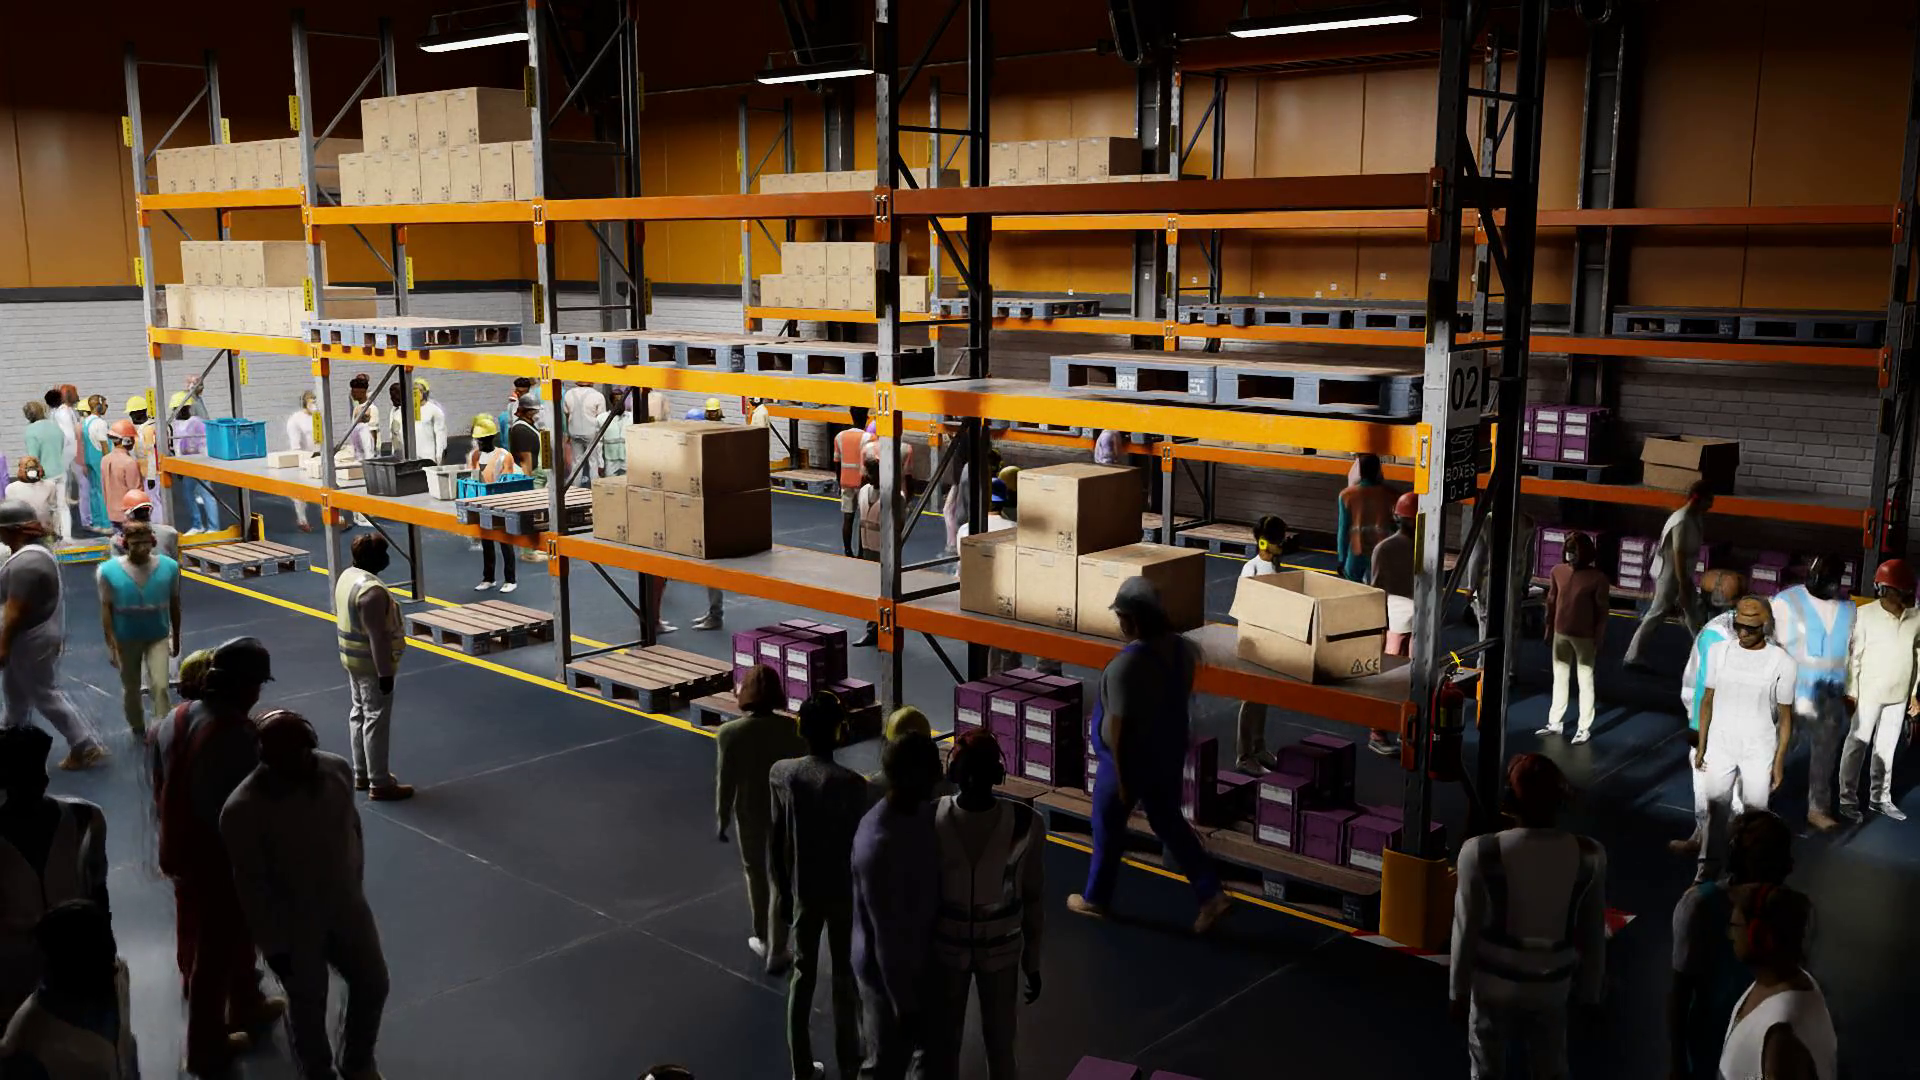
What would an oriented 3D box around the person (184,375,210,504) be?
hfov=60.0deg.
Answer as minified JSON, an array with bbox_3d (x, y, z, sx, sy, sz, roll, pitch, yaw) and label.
[{"bbox_3d":[-11.218,-1.477,24.470,0.400,1.894,0.652,-3,11,-18],"label":"person"}]

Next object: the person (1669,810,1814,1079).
[{"bbox_3d":[2.762,1.832,5.931,0.502,1.836,0.341,-1,10,-8],"label":"person"}]

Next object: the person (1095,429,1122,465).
[{"bbox_3d":[1.777,-0.734,20.174,0.383,1.923,0.589,3,10,15],"label":"person"}]

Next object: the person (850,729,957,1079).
[{"bbox_3d":[-0.162,1.696,6.476,0.535,1.914,0.700,3,11,17],"label":"person"}]

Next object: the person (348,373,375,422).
[{"bbox_3d":[-10.103,-1.998,28.150,0.519,1.633,0.312,3,11,17],"label":"person"}]

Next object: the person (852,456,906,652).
[{"bbox_3d":[-0.736,0.120,15.584,0.564,1.837,0.388,9,14,42],"label":"person"}]

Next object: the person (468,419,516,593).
[{"bbox_3d":[-5.121,-0.372,18.158,0.585,1.918,0.409,4,11,22],"label":"person"}]

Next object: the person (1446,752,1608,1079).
[{"bbox_3d":[2.189,1.738,6.385,0.592,1.860,0.804,1,10,3],"label":"person"}]

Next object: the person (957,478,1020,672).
[{"bbox_3d":[0.276,0.471,13.290,0.605,1.948,0.385,1,10,5],"label":"person"}]

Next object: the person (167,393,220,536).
[{"bbox_3d":[-9.932,-0.958,21.516,0.590,1.904,0.475,7,12,35],"label":"person"}]

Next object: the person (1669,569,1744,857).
[{"bbox_3d":[4.666,1.079,10.198,0.477,1.827,0.626,8,13,38],"label":"person"}]

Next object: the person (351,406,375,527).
[{"bbox_3d":[-8.073,-0.996,22.495,0.319,1.631,0.513,-7,12,-33],"label":"person"}]

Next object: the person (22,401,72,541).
[{"bbox_3d":[-11.247,-0.753,20.368,0.820,1.887,0.650,3,10,14],"label":"person"}]

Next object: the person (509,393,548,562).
[{"bbox_3d":[-5.135,-0.766,20.023,0.535,2.000,0.685,-3,10,-14],"label":"person"}]

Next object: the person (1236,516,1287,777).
[{"bbox_3d":[2.191,0.749,11.948,0.313,1.866,0.538,7,12,33],"label":"person"}]

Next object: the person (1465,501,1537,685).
[{"bbox_3d":[4.628,0.352,14.288,0.588,1.834,0.403,-2,10,-9],"label":"person"}]

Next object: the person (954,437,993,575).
[{"bbox_3d":[0.128,-0.132,16.842,0.497,1.896,0.653,1,10,7],"label":"person"}]

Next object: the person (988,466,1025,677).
[{"bbox_3d":[0.422,0.306,14.335,0.398,1.912,0.591,8,13,40],"label":"person"}]

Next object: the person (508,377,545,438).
[{"bbox_3d":[-6.064,-1.310,23.309,0.608,1.965,0.370,3,11,19],"label":"person"}]

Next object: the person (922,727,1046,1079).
[{"bbox_3d":[0.055,1.672,6.684,0.574,1.885,0.355,1,10,4],"label":"person"}]

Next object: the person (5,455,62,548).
[{"bbox_3d":[-9.580,-0.070,17.236,0.277,1.632,0.502,9,13,41],"label":"person"}]

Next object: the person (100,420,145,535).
[{"bbox_3d":[-8.621,-0.252,17.244,0.608,1.995,0.378,6,12,31],"label":"person"}]

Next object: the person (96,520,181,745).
[{"bbox_3d":[-6.072,0.711,12.357,0.558,1.804,0.885,-6,12,-31],"label":"person"}]

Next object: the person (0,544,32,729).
[{"bbox_3d":[-7.275,0.654,12.473,0.519,1.873,0.335,-8,13,-37],"label":"person"}]

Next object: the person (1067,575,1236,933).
[{"bbox_3d":[1.057,1.160,9.134,0.683,2.000,0.920,-9,14,-42],"label":"person"}]

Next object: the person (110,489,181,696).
[{"bbox_3d":[-6.876,0.436,14.058,0.349,1.744,0.567,10,14,43],"label":"person"}]

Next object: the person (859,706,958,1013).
[{"bbox_3d":[-0.269,1.581,7.630,0.522,1.744,0.800,-4,11,-20],"label":"person"}]

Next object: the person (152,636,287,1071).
[{"bbox_3d":[-3.350,1.406,7.741,0.710,2.000,0.761,7,12,34],"label":"person"}]

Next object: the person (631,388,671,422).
[{"bbox_3d":[-4.673,-1.615,25.244,0.679,1.886,0.435,-6,12,-31],"label":"person"}]

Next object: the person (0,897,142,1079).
[{"bbox_3d":[-2.817,1.957,5.145,0.832,1.870,0.670,-1,10,-4],"label":"person"}]

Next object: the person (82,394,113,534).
[{"bbox_3d":[-11.312,-0.993,21.889,0.504,1.839,0.349,8,13,37],"label":"person"}]

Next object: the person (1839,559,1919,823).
[{"bbox_3d":[6.068,0.984,10.937,0.561,1.752,0.324,-2,10,-11],"label":"person"}]

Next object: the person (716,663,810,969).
[{"bbox_3d":[-1.014,1.440,8.732,0.528,1.624,0.447,-2,10,-12],"label":"person"}]

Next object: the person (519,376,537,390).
[{"bbox_3d":[-7.244,-2.012,27.952,0.490,1.730,0.324,3,10,15],"label":"person"}]
